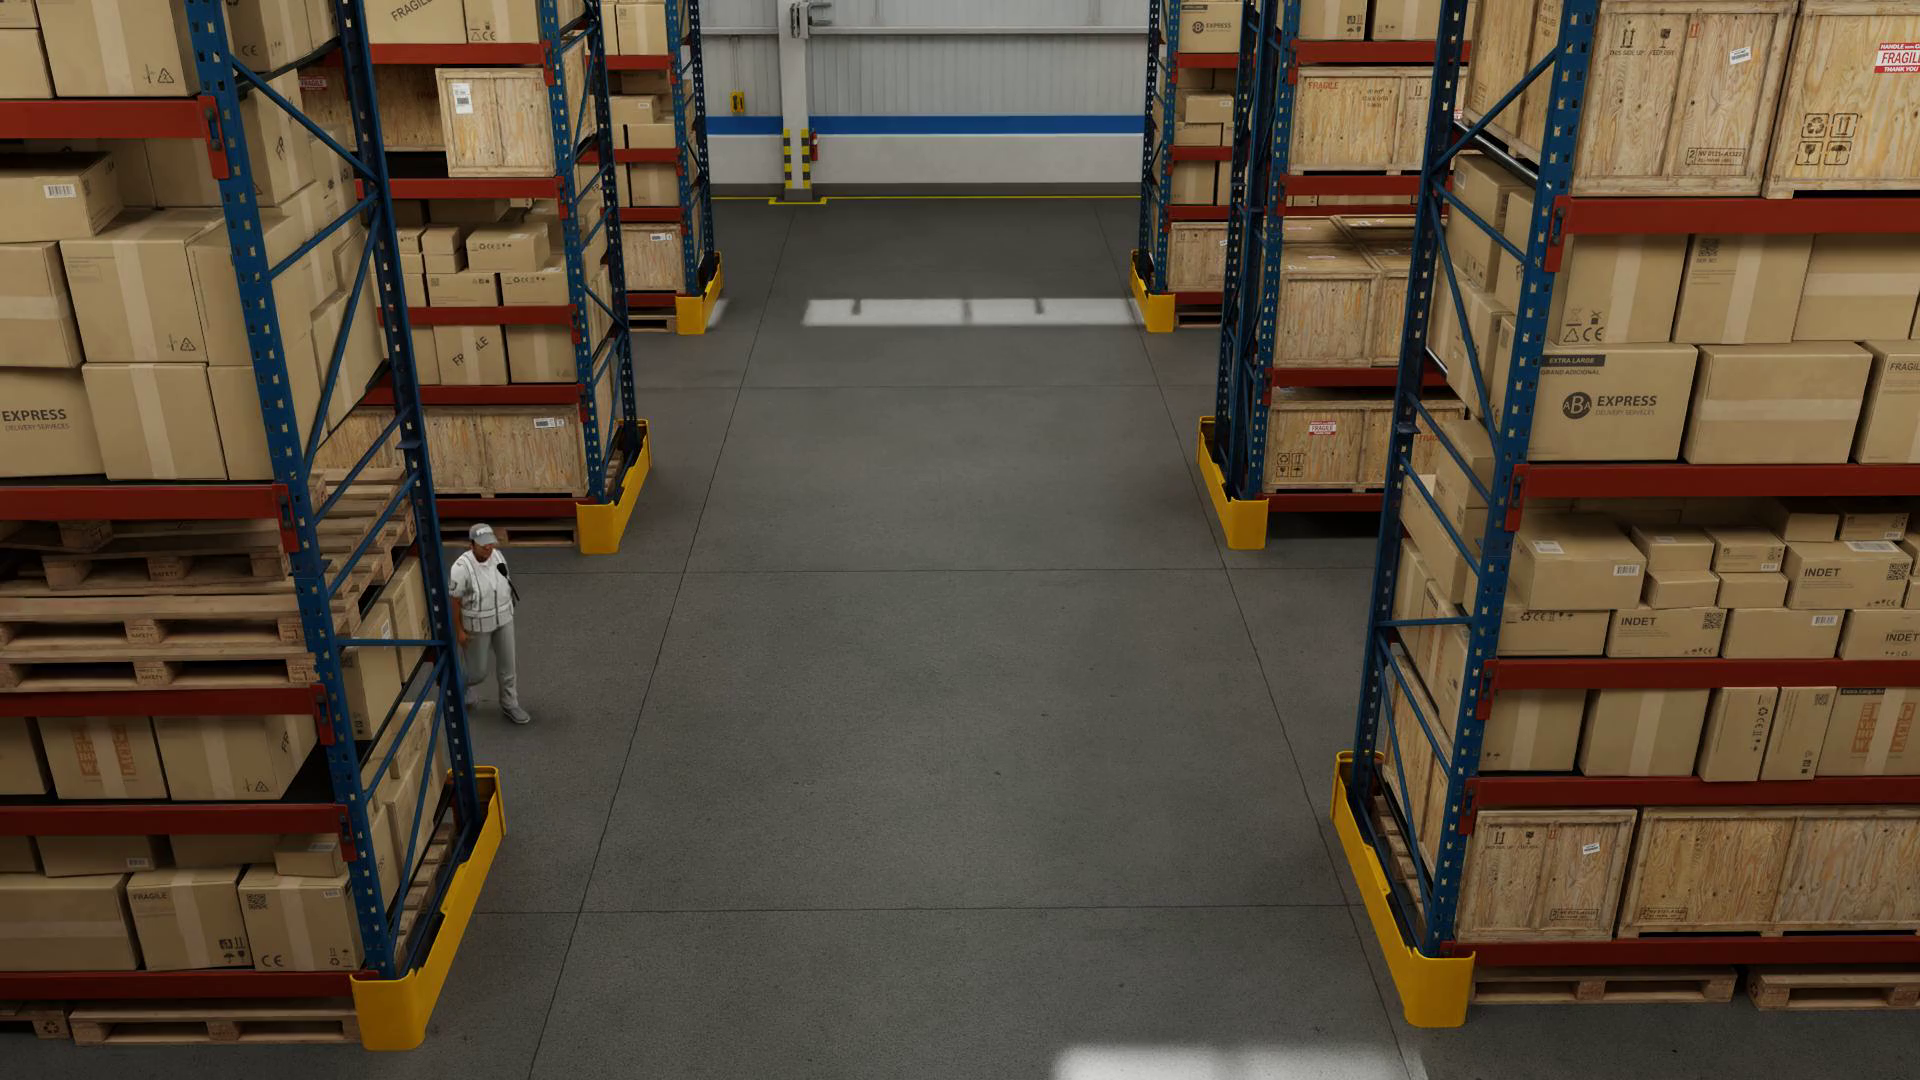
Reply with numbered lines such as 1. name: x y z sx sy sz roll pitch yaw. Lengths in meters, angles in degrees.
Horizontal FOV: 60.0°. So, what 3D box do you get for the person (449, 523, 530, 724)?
1. person: -3.664 0.608 12.702 0.514 1.654 0.676 -23 33 -40
